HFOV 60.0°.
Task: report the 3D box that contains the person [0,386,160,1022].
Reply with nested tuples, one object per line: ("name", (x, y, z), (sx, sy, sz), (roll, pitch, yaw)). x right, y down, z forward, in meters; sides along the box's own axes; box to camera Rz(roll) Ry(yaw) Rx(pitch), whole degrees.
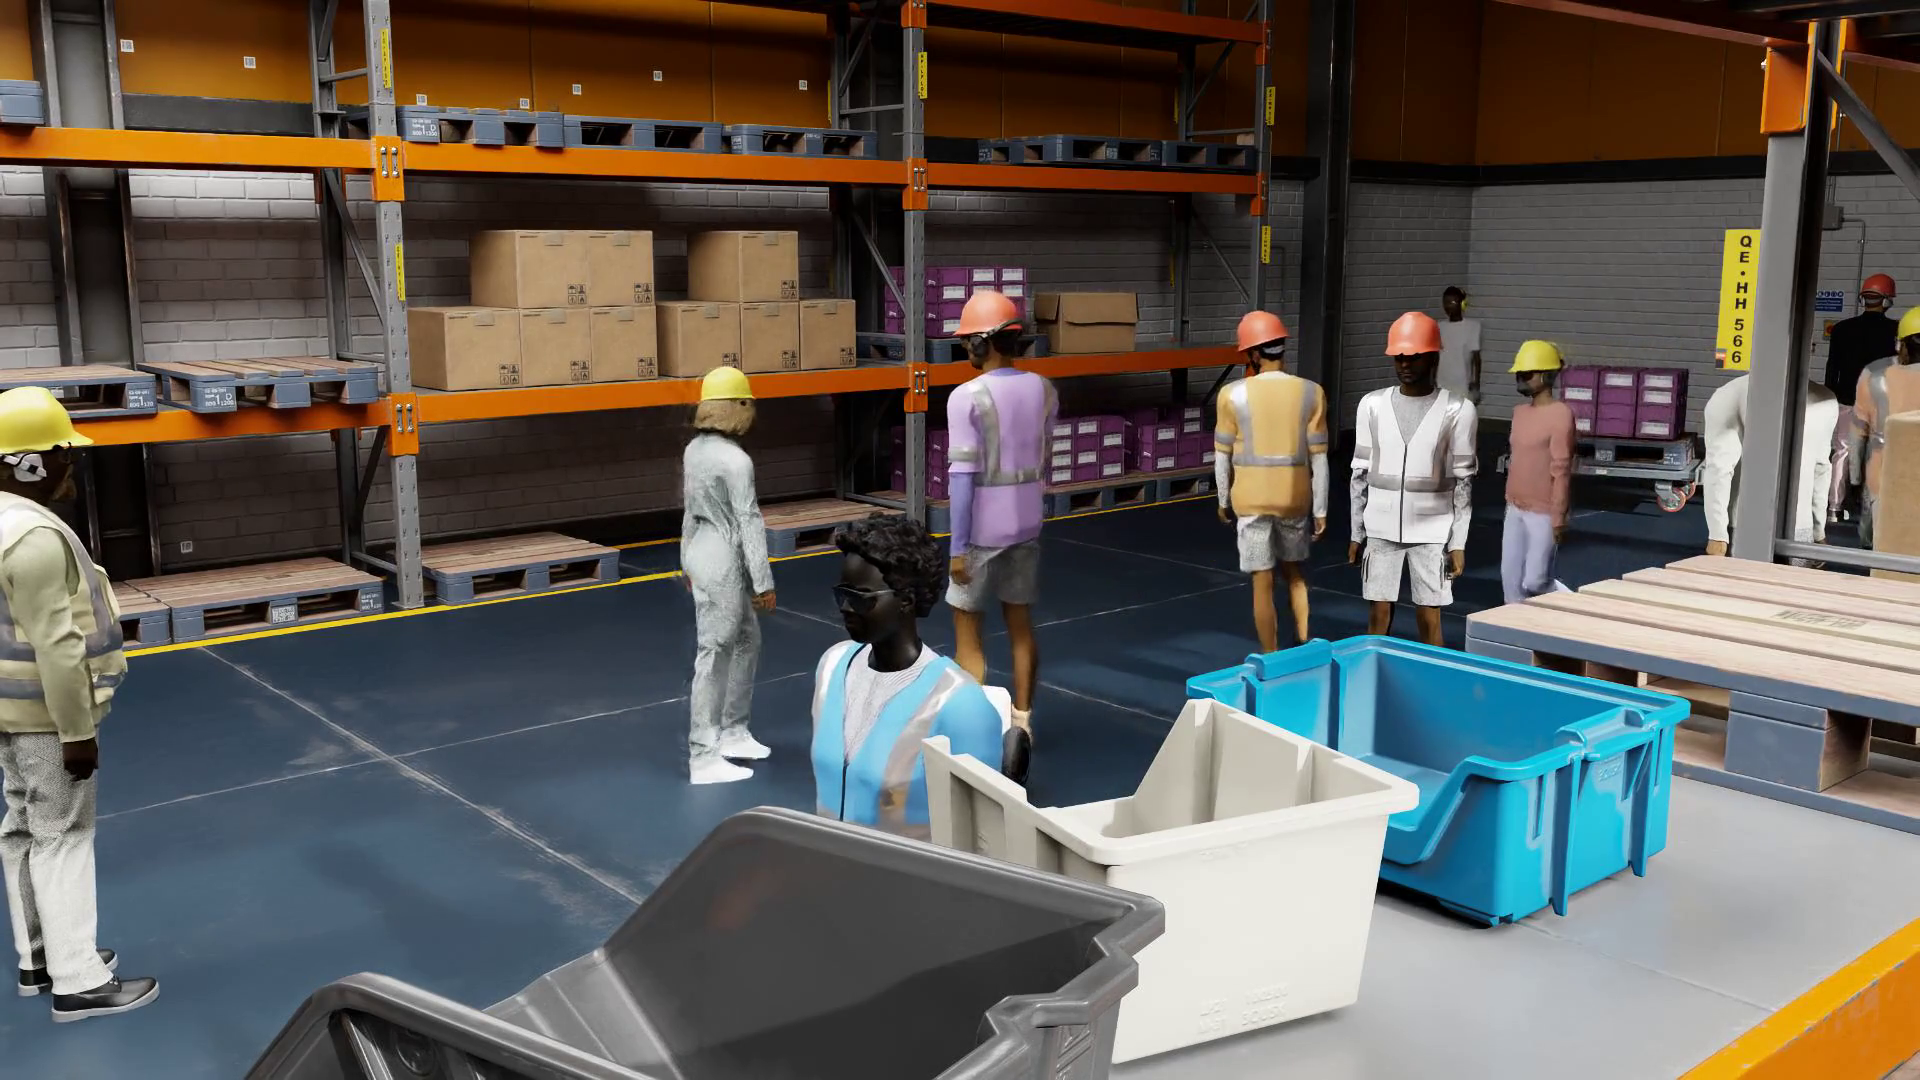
("person", (-2.635, 0.474, 4.820), (0.592, 1.833, 0.404), (10, 14, 44))

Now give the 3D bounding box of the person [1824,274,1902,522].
("person", (7.230, -1.112, 13.252), (0.397, 1.990, 0.623), (-8, 13, -39))

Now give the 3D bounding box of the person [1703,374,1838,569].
("person", (3.595, -0.041, 7.406), (0.632, 1.940, 0.372), (-2, 10, -13))

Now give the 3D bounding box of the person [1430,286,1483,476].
("person", (4.636, -1.438, 15.485), (0.530, 1.850, 0.635), (8, 13, 38))

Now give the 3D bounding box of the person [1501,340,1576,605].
("person", (3.038, -0.162, 8.612), (0.578, 1.751, 0.534), (-2, 10, -12))

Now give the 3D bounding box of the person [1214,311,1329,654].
("person", (1.549, -0.199, 8.407), (0.553, 1.898, 0.755), (0, 10, 0))

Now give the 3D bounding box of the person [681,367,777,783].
("person", (-0.937, 0.146, 6.956), (0.582, 1.717, 0.540), (-6, 12, -30))

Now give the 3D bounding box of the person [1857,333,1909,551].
("person", (6.190, -0.602, 10.964), (0.592, 1.800, 0.780), (4, 11, 24))

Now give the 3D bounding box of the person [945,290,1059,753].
("person", (0.148, -0.059, 7.227), (0.625, 2.038, 0.423), (-9, 13, -40))

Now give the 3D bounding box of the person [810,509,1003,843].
("person", (-0.129, 0.775, 3.507), (0.322, 1.696, 0.536), (-9, 14, -42))

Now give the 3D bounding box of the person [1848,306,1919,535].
("person", (5.120, -0.307, 9.005), (0.596, 1.892, 0.657), (5, 11, 25))

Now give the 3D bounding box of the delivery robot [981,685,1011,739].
("delivery robot", (-0.045, 0.754, 6.565), (0.477, 0.478, 0.707), (3, 11, 18))

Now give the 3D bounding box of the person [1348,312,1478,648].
("person", (1.991, -0.039, 7.397), (0.547, 1.938, 0.359), (5, 11, 28))
